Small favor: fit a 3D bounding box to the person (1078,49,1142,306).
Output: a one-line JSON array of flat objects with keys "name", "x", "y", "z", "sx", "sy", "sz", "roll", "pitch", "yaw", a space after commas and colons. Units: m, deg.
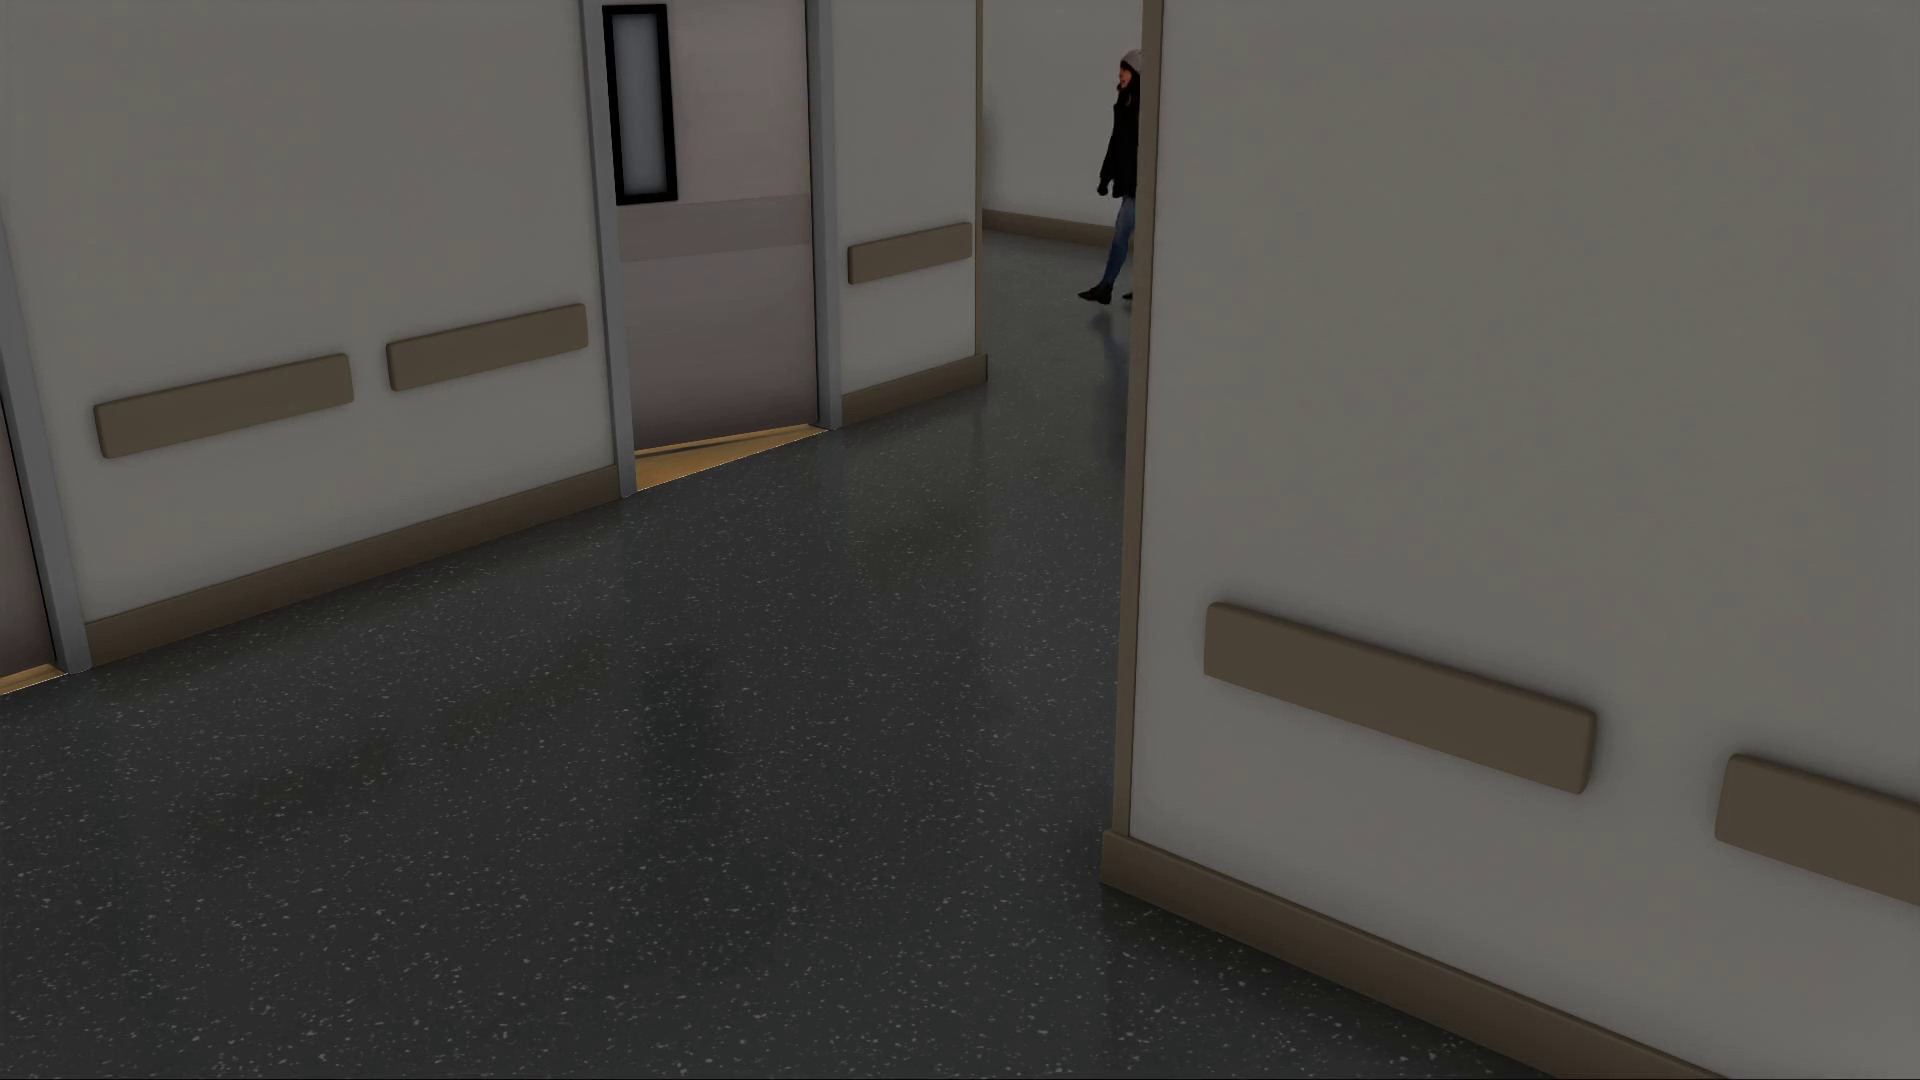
[{"name": "person", "x": 1.208, "y": -2.336, "z": 10.800, "sx": 0.994, "sy": 1.613, "sz": 0.876, "roll": -8, "pitch": 22, "yaw": -19}]
